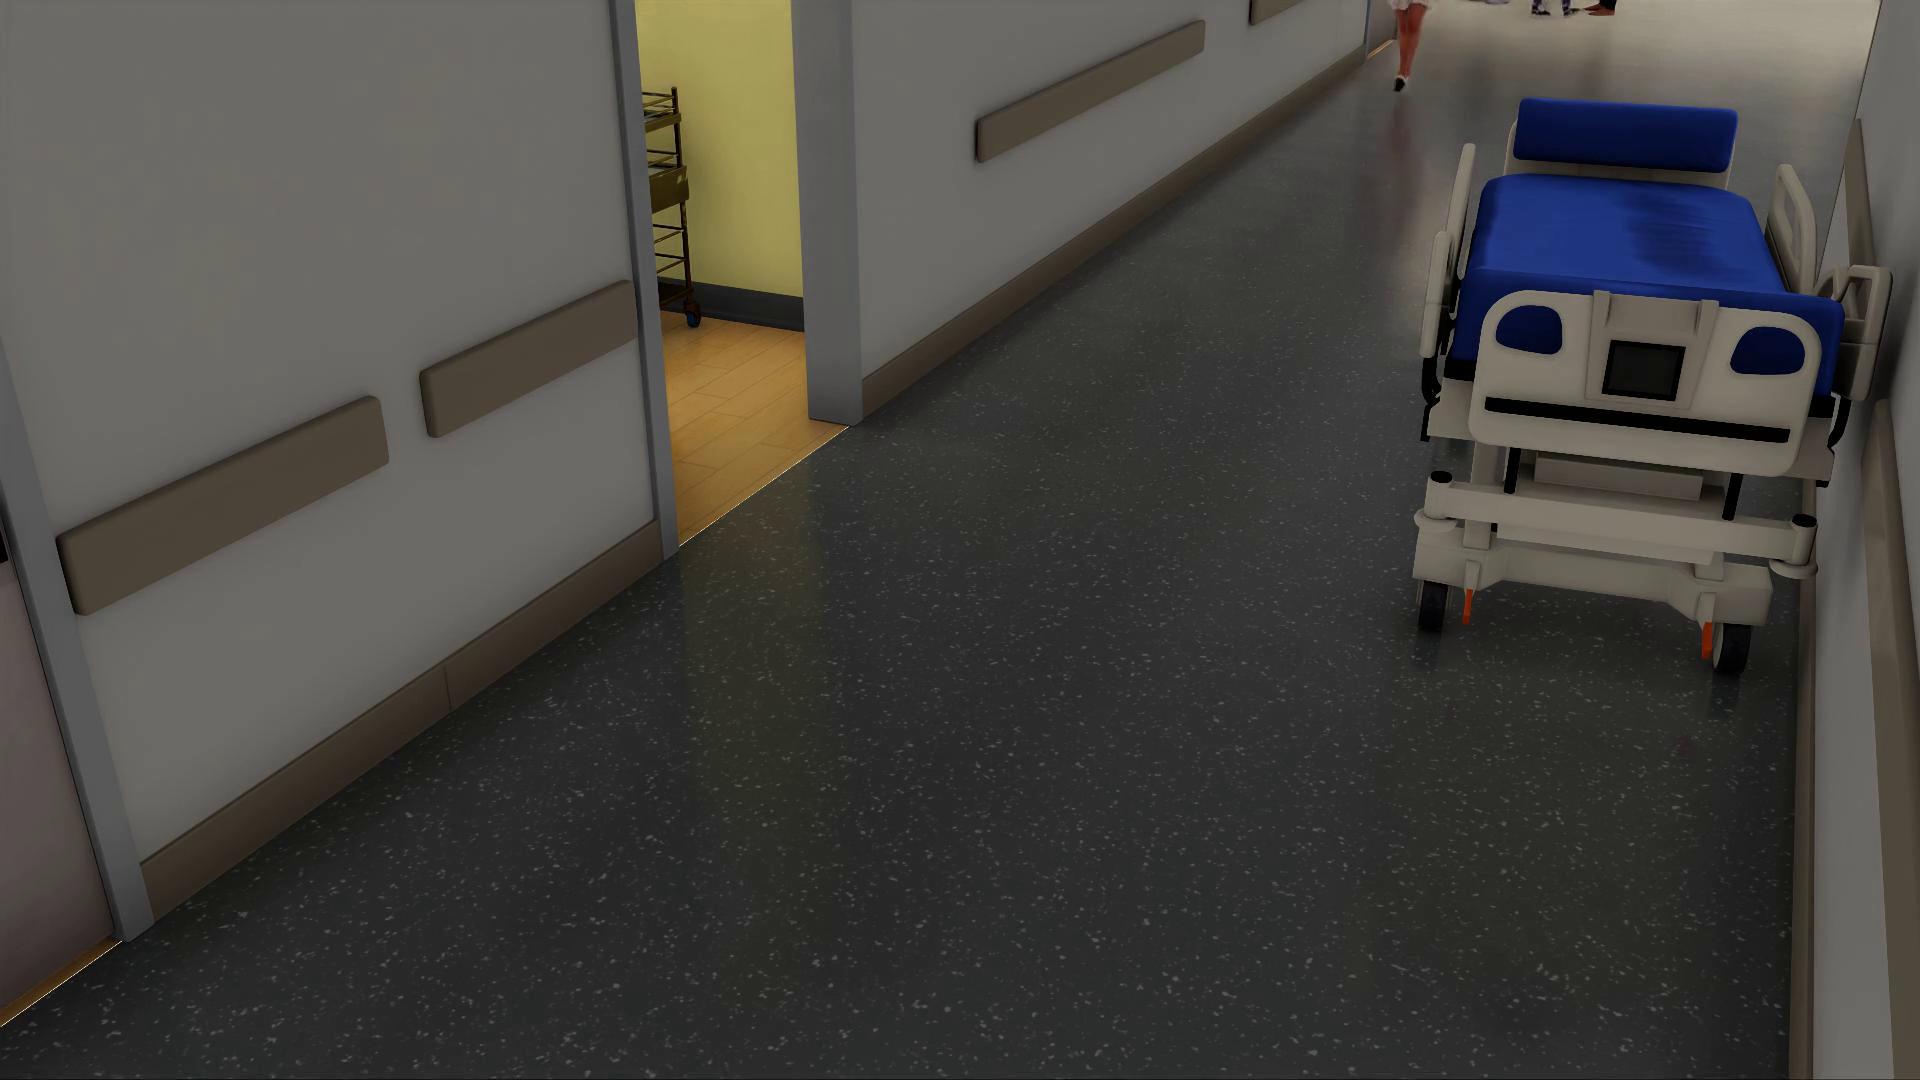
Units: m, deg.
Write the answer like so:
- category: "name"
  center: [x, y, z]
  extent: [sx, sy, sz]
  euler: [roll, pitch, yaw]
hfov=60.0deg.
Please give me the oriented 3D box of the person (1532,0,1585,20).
- category: "person"
  center: [5.740, -5.661, 16.107]
  extent: [0.755, 1.187, 0.879]
  euler: [-18, 31, -32]

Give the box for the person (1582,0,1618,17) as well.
- category: "person"
  center: [6.463, -6.082, 16.357]
  extent: [0.620, 1.728, 0.657]
  euler: [3, 26, 7]

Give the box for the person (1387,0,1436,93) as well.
- category: "person"
  center: [3.478, -4.307, 12.731]
  extent: [1.000, 1.681, 0.695]
  euler: [12, 28, 23]
